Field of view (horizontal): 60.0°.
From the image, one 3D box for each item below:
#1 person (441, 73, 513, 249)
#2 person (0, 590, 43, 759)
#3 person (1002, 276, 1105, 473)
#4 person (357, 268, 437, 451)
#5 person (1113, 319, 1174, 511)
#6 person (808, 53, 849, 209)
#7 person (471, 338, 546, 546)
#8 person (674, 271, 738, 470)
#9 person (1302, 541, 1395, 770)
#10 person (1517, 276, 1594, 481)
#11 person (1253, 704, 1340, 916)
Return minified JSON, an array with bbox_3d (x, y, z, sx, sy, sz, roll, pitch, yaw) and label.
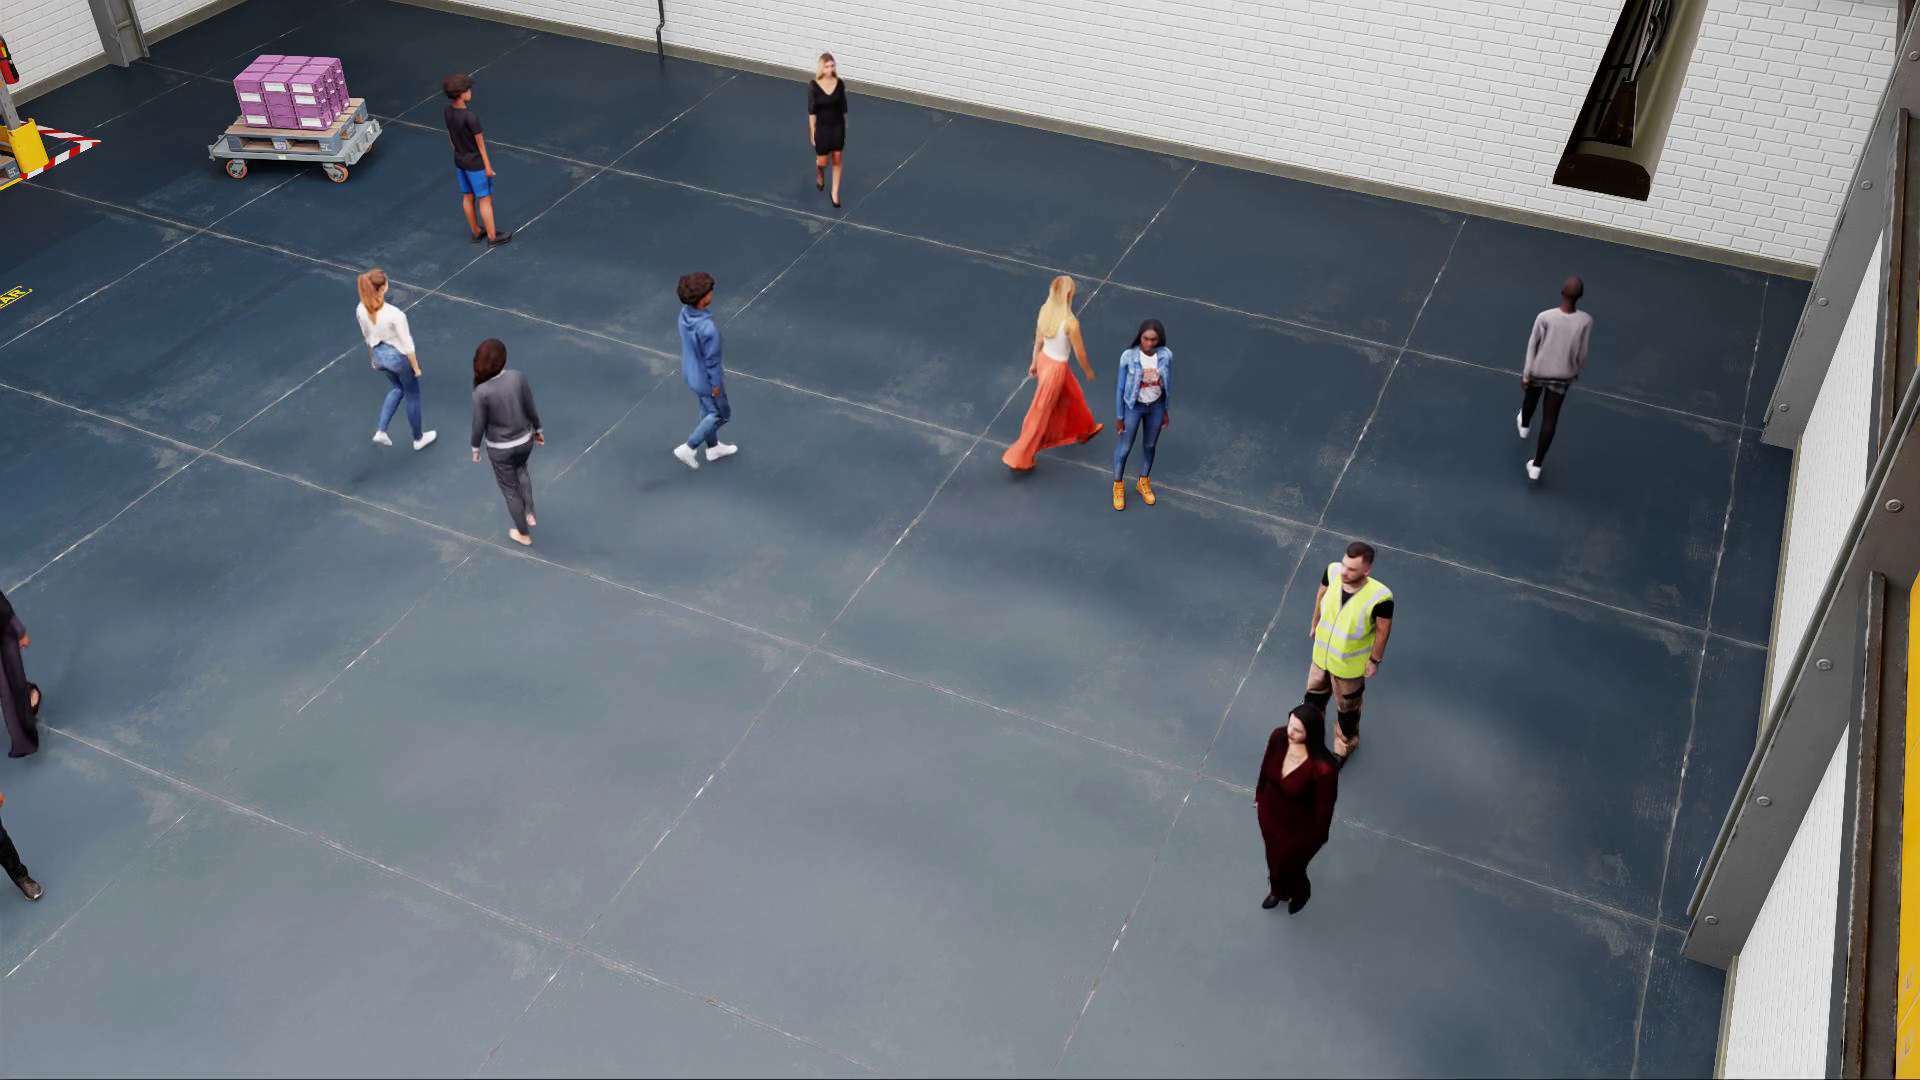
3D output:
[{"bbox_3d":[-4.908,-3.801,16.681,0.624,1.793,0.586,21,43,24],"label":"person"},{"bbox_3d":[-6.568,0.645,11.264,1.024,1.606,1.165,-8,39,-9],"label":"person"},{"bbox_3d":[0.681,-1.285,13.573,1.307,1.741,1.125,-20,43,-23],"label":"person"},{"bbox_3d":[-4.746,-1.431,13.783,0.627,1.707,0.766,19,42,22],"label":"person"},{"bbox_3d":[1.450,-1.025,13.271,0.675,1.712,0.707,-8,39,-10],"label":"person"},{"bbox_3d":[-1.397,-4.312,17.422,0.746,1.668,0.804,-14,41,-16],"label":"person"},{"bbox_3d":[-3.428,-0.730,12.868,0.749,1.753,0.883,-32,48,-33],"label":"person"},{"bbox_3d":[-2.166,-1.349,13.611,0.993,1.793,0.903,-22,43,-25],"label":"person"},{"bbox_3d":[2.521,0.731,10.965,0.823,1.844,0.806,-31,48,-33],"label":"person"},{"bbox_3d":[4.842,-1.302,13.607,0.850,1.726,1.235,7,39,8],"label":"person"},{"bbox_3d":[2.060,1.607,9.946,0.853,1.749,0.817,-24,44,-27],"label":"person"}]
